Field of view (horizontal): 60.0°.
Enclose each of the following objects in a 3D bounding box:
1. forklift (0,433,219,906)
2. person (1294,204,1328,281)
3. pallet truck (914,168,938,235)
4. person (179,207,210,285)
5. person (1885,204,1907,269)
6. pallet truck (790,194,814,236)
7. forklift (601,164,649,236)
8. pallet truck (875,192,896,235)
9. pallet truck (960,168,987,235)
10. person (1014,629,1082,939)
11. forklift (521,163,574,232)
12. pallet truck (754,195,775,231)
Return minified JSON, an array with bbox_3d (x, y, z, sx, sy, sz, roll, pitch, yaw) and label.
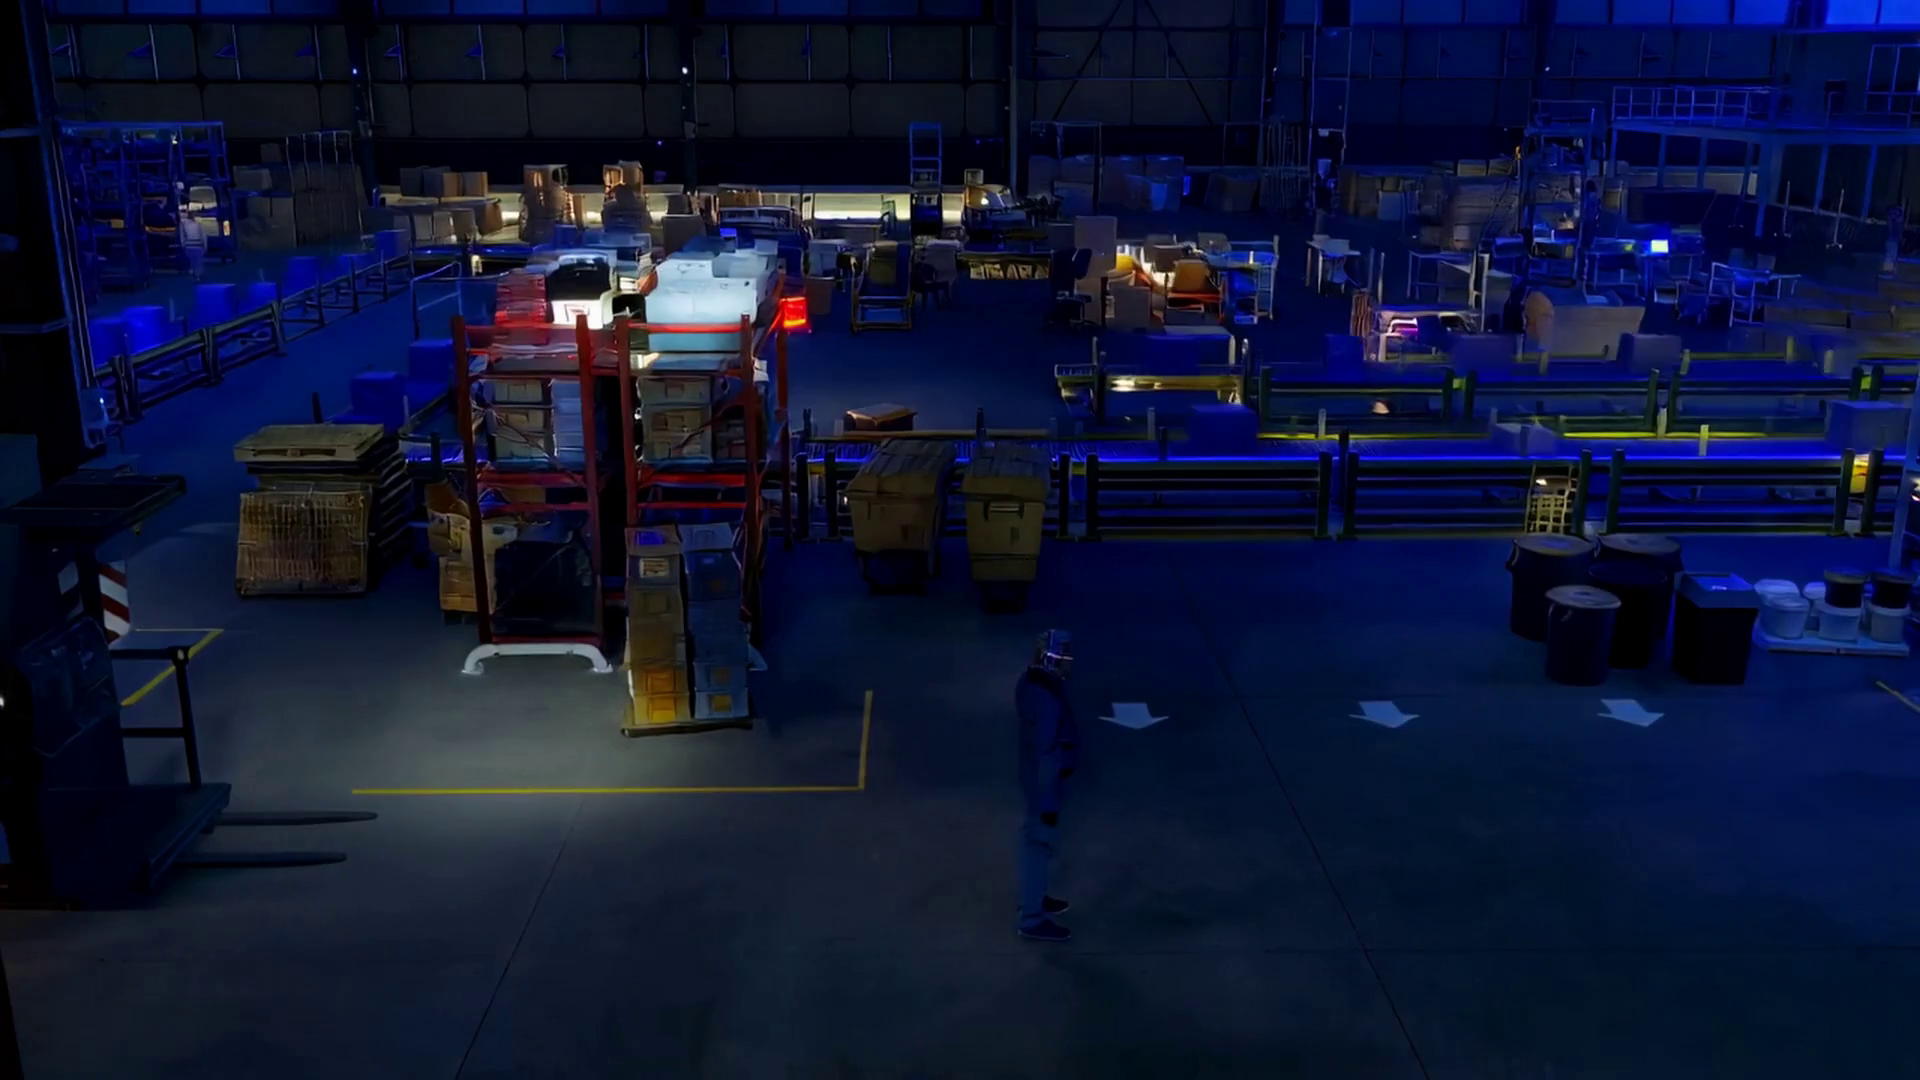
[{"bbox_3d":[-5.952,0.780,10.366,1.873,2.768,1.129,0,16,-1],"label":"forklift"},{"bbox_3d":[8.517,-7.083,39.605,0.961,1.815,0.529,2,16,7],"label":"person"},{"bbox_3d":[-0.989,-10.316,50.507,0.823,1.965,1.885,1,16,3],"label":"pallet truck"},{"bbox_3d":[-17.817,-6.843,38.768,0.594,1.819,0.413,-1,16,-4],"label":"person"},{"bbox_3d":[22.497,-7.182,40.029,0.329,1.765,0.533,2,16,6],"label":"person"},{"bbox_3d":[-4.814,-9.883,50.259,0.704,1.261,1.522,-1,16,-3],"label":"pallet truck"},{"bbox_3d":[-9.948,-10.127,49.296,1.157,1.987,2.680,-1,16,-3],"label":"forklift"},{"bbox_3d":[-2.277,-9.986,50.594,0.653,1.274,1.630,0,16,-1],"label":"pallet truck"},{"bbox_3d":[0.383,-10.230,50.206,0.823,1.965,1.885,-1,16,-3],"label":"pallet truck"},{"bbox_3d":[0.522,1.429,9.870,0.399,1.900,0.636,-1,16,-4],"label":"person"},{"bbox_3d":[-12.233,-10.122,49.298,1.157,1.987,2.680,0,16,-1],"label":"forklift"},{"bbox_3d":[-6.051,-9.967,50.660,0.680,1.201,1.601,0,16,-1],"label":"pallet truck"}]
